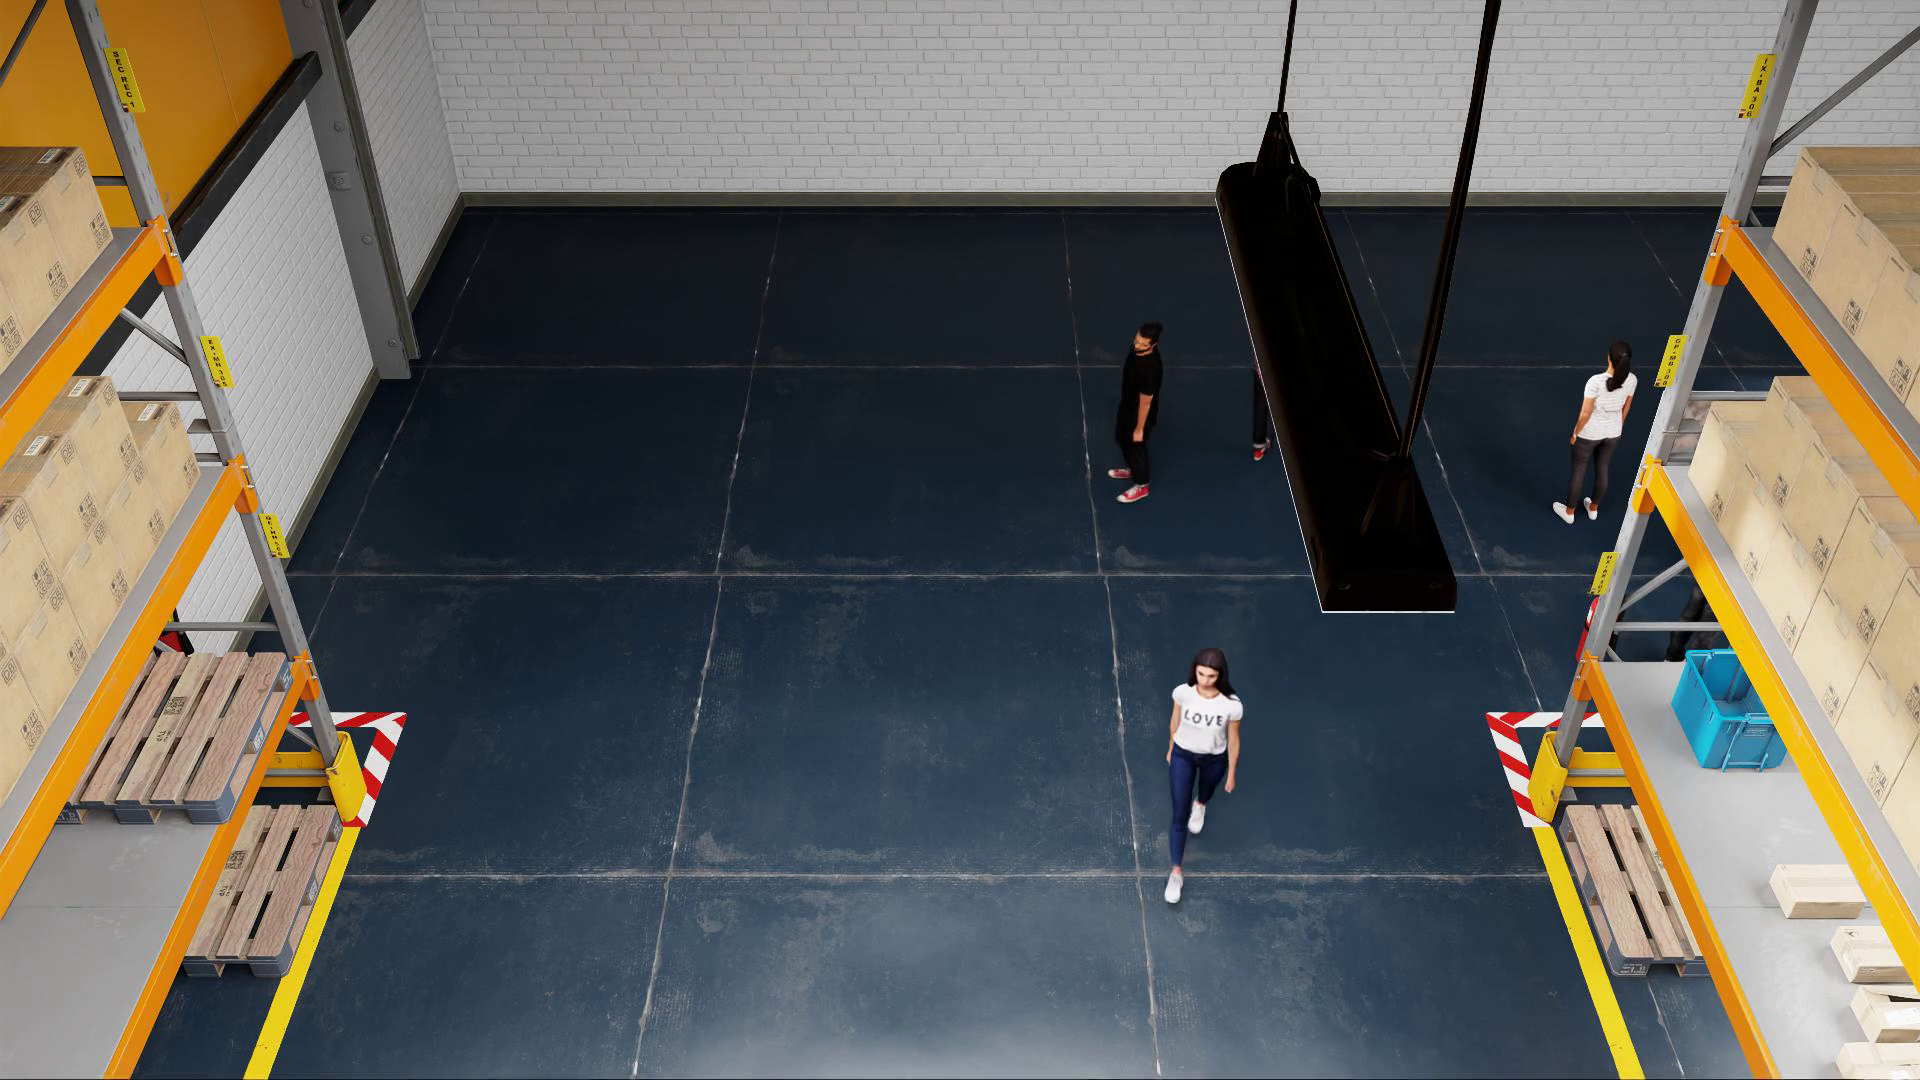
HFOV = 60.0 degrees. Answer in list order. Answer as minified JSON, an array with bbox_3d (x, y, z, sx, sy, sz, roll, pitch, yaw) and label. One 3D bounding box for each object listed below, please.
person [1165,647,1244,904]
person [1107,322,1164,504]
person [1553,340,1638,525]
[{"bbox_3d":[1.507,1.316,10.291,0.818,1.730,1.196,10,40,13],"label":"person"},{"bbox_3d":[1.432,-1.027,13.228,0.841,1.726,0.550,1,39,1],"label":"person"},{"bbox_3d":[5.019,-0.848,13.068,0.593,1.646,0.555,-5,39,-7],"label":"person"}]
